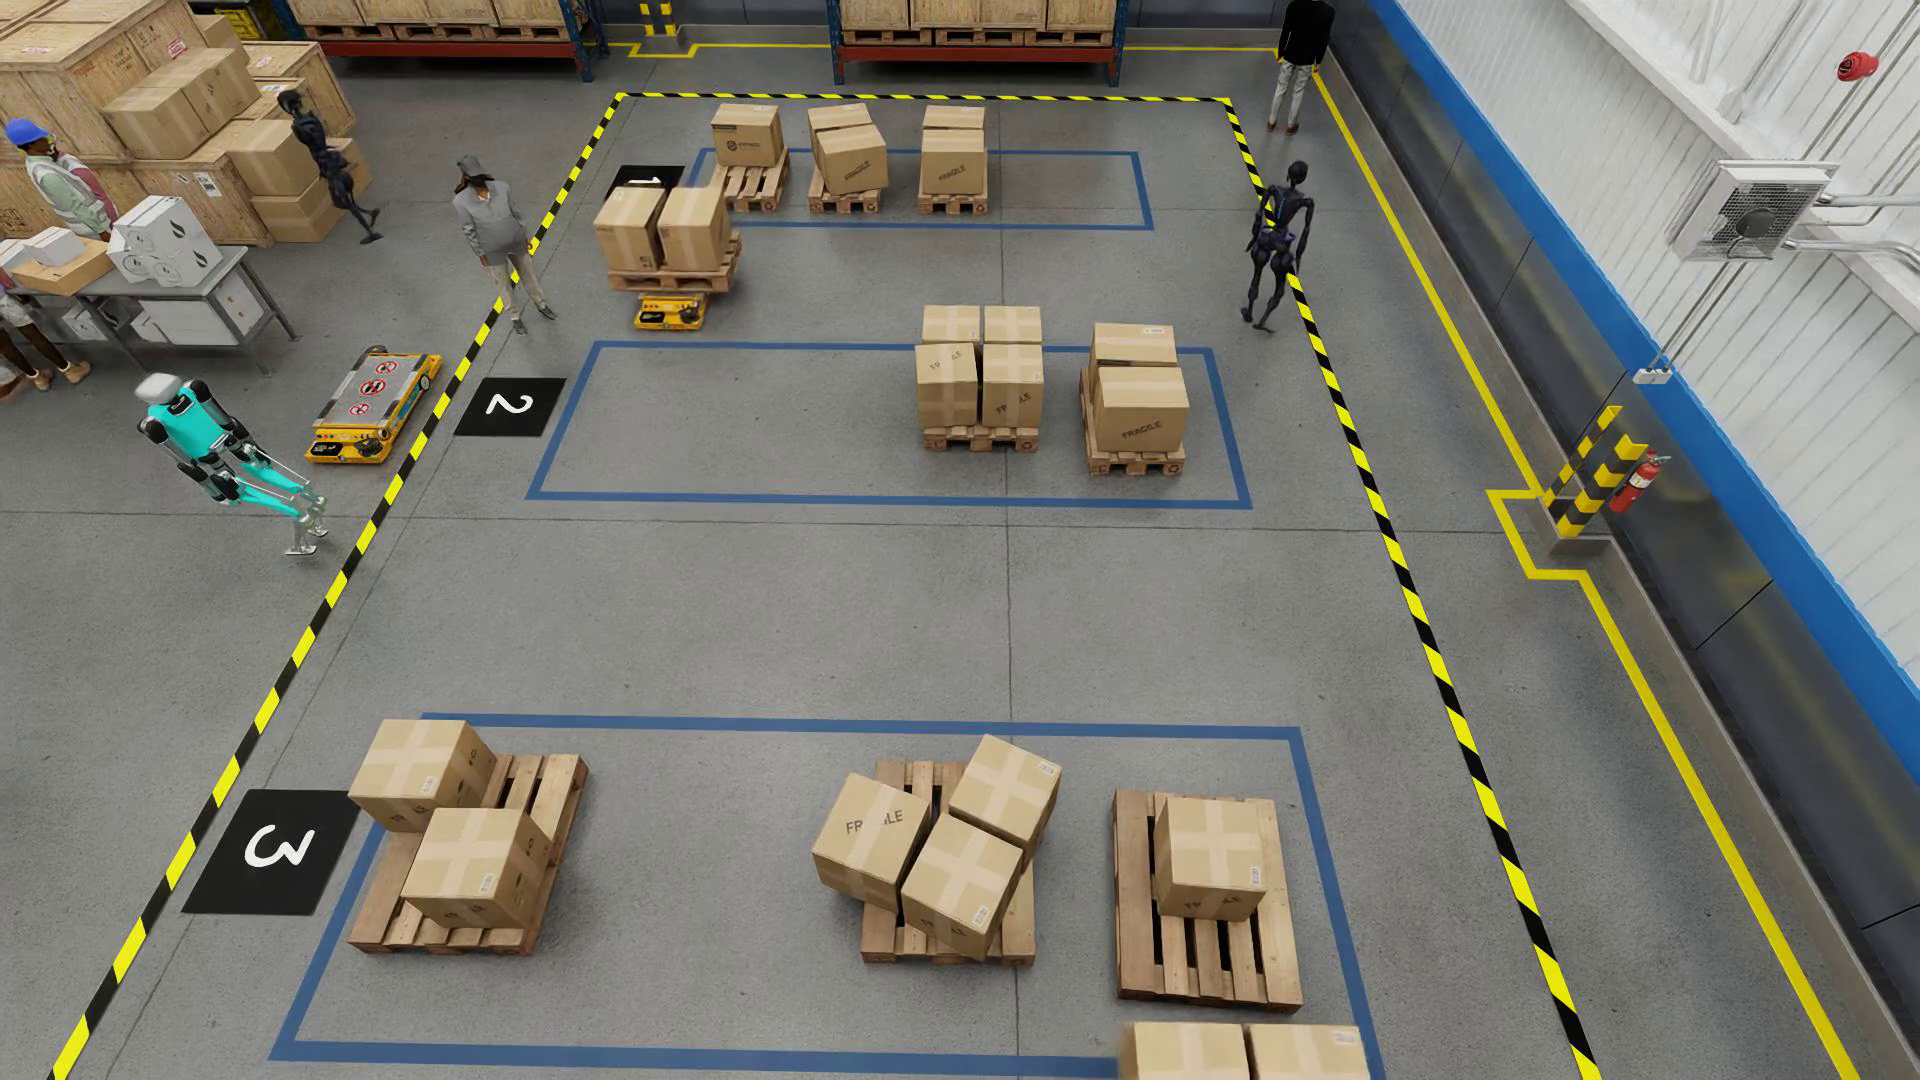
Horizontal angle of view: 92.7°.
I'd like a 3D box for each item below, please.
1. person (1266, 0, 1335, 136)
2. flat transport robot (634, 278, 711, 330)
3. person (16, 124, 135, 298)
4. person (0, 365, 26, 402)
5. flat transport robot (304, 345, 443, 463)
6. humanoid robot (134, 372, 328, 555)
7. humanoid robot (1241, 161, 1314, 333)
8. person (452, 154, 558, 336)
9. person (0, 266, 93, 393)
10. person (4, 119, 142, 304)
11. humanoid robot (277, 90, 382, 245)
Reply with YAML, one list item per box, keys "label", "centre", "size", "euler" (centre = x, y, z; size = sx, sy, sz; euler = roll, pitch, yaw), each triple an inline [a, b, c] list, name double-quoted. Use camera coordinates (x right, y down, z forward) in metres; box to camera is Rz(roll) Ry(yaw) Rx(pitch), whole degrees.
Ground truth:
- label: "person"
  centre: [4.226, -6.011, 11.396]
  size: [0.588, 1.884, 0.358]
  euler: [21, 53, 17]
- label: "flat transport robot"
  centre: [-2.947, -2.731, 9.660]
  size: [0.652, 0.197, 1.431]
  euler: [1, 50, 1]
- label: "person"
  centre: [-8.533, -3.188, 9.037]
  size: [0.587, 1.836, 0.403]
  euler: [19, 52, 16]
- label: "person"
  centre: [-9.096, -1.830, 7.877]
  size: [0.650, 1.845, 0.806]
  euler: [20, 53, 16]
- label: "flat transport robot"
  centre: [-5.383, -1.269, 8.441]
  size: [0.659, 0.231, 1.431]
  euler: [1, 50, 1]
- label: "humanoid robot"
  centre: [-5.177, -0.498, 6.741]
  size: [0.735, 1.673, 0.533]
  euler: [8, 50, 7]
- label: "humanoid robot"
  centre: [3.004, -2.787, 8.806]
  size: [0.617, 1.647, 0.454]
  euler: [36, 58, 26]
- label: "person"
  centre: [-4.390, -2.827, 8.775]
  size: [0.400, 1.769, 0.563]
  euler: [37, 59, 27]
- label: "person"
  centre: [-8.632, -2.187, 8.057]
  size: [0.607, 2.043, 0.373]
  euler: [-16, 52, -13]
- label: "person"
  centre: [-8.427, -3.094, 8.884]
  size: [0.604, 1.950, 0.381]
  euler: [37, 59, 27]
- label: "humanoid robot"
  centre: [-6.685, -3.973, 9.805]
  size: [0.586, 1.652, 0.413]
  euler: [35, 58, 26]
